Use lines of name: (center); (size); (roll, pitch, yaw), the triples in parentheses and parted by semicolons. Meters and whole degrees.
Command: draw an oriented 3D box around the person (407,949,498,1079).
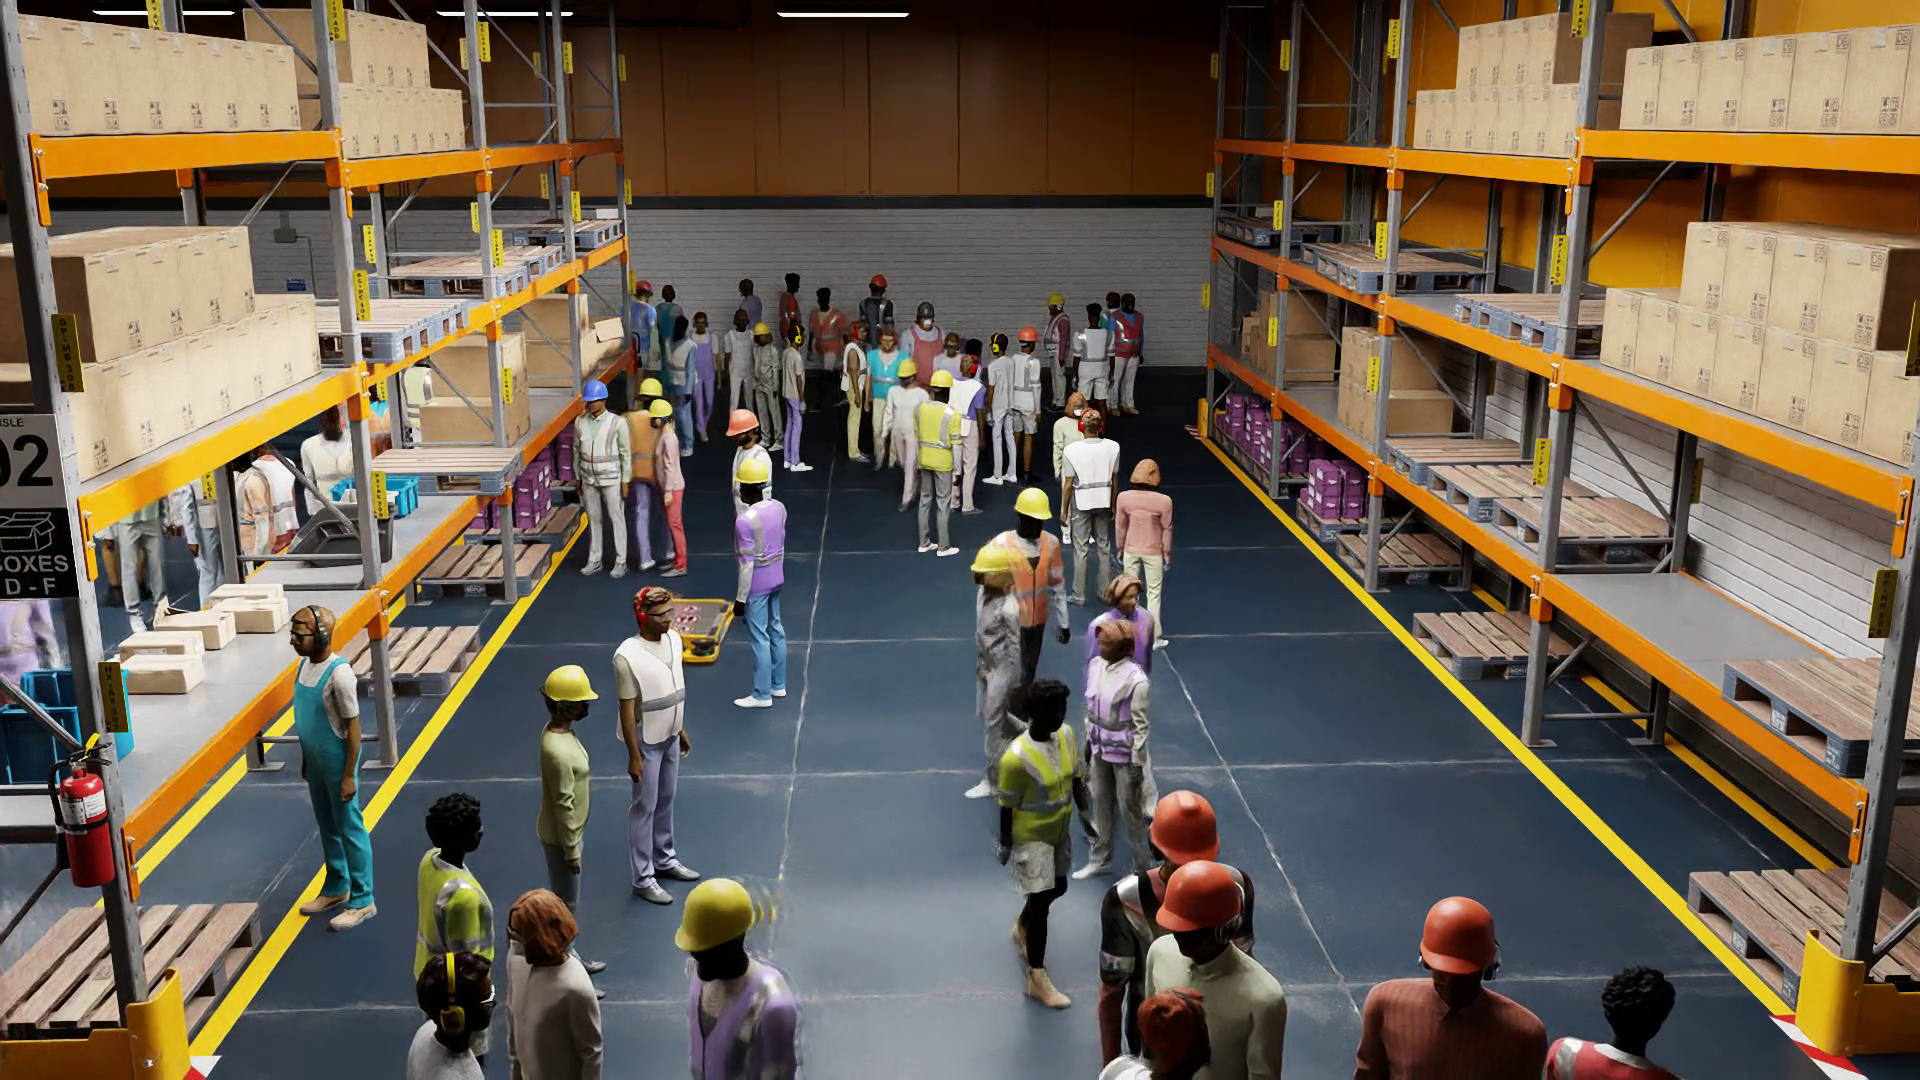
person: (-1.605, 2.198, 5.433); (0.312, 1.869, 0.535); (-7, 16, -27)

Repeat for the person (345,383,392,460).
person: (-6.027, -0.826, 17.204); (0.391, 1.920, 0.587); (11, 18, 38)

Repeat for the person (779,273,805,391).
person: (-2.756, -3.388, 27.185); (0.369, 1.957, 0.605); (-5, 15, -20)

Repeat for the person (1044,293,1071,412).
person: (1.482, -2.865, 25.406); (0.403, 1.824, 0.591); (-3, 15, -11)

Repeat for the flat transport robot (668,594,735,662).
flat transport robot: (-2.346, 0.747, 14.314); (0.652, 0.197, 1.431); (0, 14, 0)

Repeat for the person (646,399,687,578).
person: (-2.872, -0.507, 16.277); (0.350, 1.756, 0.518); (-5, 15, -17)

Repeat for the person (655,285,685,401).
person: (-4.569, -3.116, 26.339); (0.513, 1.846, 0.340); (5, 15, 19)

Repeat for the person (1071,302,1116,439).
person: (1.822, -2.263, 22.750); (0.617, 1.963, 0.361); (-2, 14, -9)

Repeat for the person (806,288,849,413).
person: (-2.014, -2.946, 25.582); (0.620, 1.903, 1.012); (8, 17, 30)

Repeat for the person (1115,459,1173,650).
person: (1.552, 0.122, 14.052); (0.501, 1.631, 0.286); (6, 16, 24)

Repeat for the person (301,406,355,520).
person: (-5.696, -0.321, 15.303); (0.600, 1.891, 0.631); (-7, 16, -25)

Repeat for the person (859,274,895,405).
person: (-1.271, -3.106, 25.905); (0.609, 2.044, 0.393); (8, 17, 30)

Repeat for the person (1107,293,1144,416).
person: (2.517, -2.803, 25.119); (0.624, 1.845, 0.430); (-7, 16, -25)

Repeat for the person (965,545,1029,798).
person: (0.317, 0.845, 11.015); (0.595, 1.725, 0.500); (-6, 15, -22)

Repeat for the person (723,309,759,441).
person: (-3.031, -2.294, 23.128); (0.503, 1.840, 0.342); (-7, 16, -25)

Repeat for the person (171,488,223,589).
person: (-6.701, -0.167, 14.698); (0.625, 1.874, 0.438); (5, 15, 19)

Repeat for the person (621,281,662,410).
person: (-4.840, -2.947, 25.416); (0.732, 1.972, 0.859); (10, 17, 34)

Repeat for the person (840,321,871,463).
person: (-1.370, -1.944, 21.735); (0.388, 1.848, 0.564); (-1, 14, -3)

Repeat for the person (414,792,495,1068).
person: (-2.131, 1.876, 7.068); (0.322, 1.689, 0.530); (-10, 17, -34)

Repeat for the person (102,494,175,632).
person: (-7.200, -0.137, 14.531); (0.409, 1.906, 0.604); (12, 18, 38)

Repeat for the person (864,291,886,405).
person: (-1.319, -3.077, 26.002); (0.354, 1.936, 0.635); (0, 14, 1)

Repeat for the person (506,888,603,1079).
person: (-1.549, 2.085, 6.344); (0.502, 1.632, 0.277); (12, 19, 39)

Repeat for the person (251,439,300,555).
person: (-5.867, -0.057, 14.218); (0.411, 1.906, 0.603); (3, 15, 13)

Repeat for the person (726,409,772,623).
person: (-1.877, -0.214, 14.783); (0.368, 1.929, 0.542); (-9, 17, -33)

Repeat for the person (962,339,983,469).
person: (0.089, -1.742, 21.269); (0.374, 1.679, 0.579); (-8, 16, -29)

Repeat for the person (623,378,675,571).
person: (-3.055, -0.681, 16.685); (0.596, 1.892, 0.844); (3, 15, 13)

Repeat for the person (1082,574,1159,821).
person: (1.041, 0.993, 10.699); (0.535, 1.587, 0.889); (-7, 16, -24)

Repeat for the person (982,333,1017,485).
person: (0.506, -1.604, 20.385); (0.510, 1.860, 0.333); (-13, 19, -42)

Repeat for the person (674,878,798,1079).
person: (-0.717, 2.048, 5.961); (0.766, 1.899, 0.598); (-13, 19, -42)

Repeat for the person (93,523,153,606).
person: (-7.758, -0.318, 15.306); (0.653, 1.887, 0.395); (-10, 17, -34)
